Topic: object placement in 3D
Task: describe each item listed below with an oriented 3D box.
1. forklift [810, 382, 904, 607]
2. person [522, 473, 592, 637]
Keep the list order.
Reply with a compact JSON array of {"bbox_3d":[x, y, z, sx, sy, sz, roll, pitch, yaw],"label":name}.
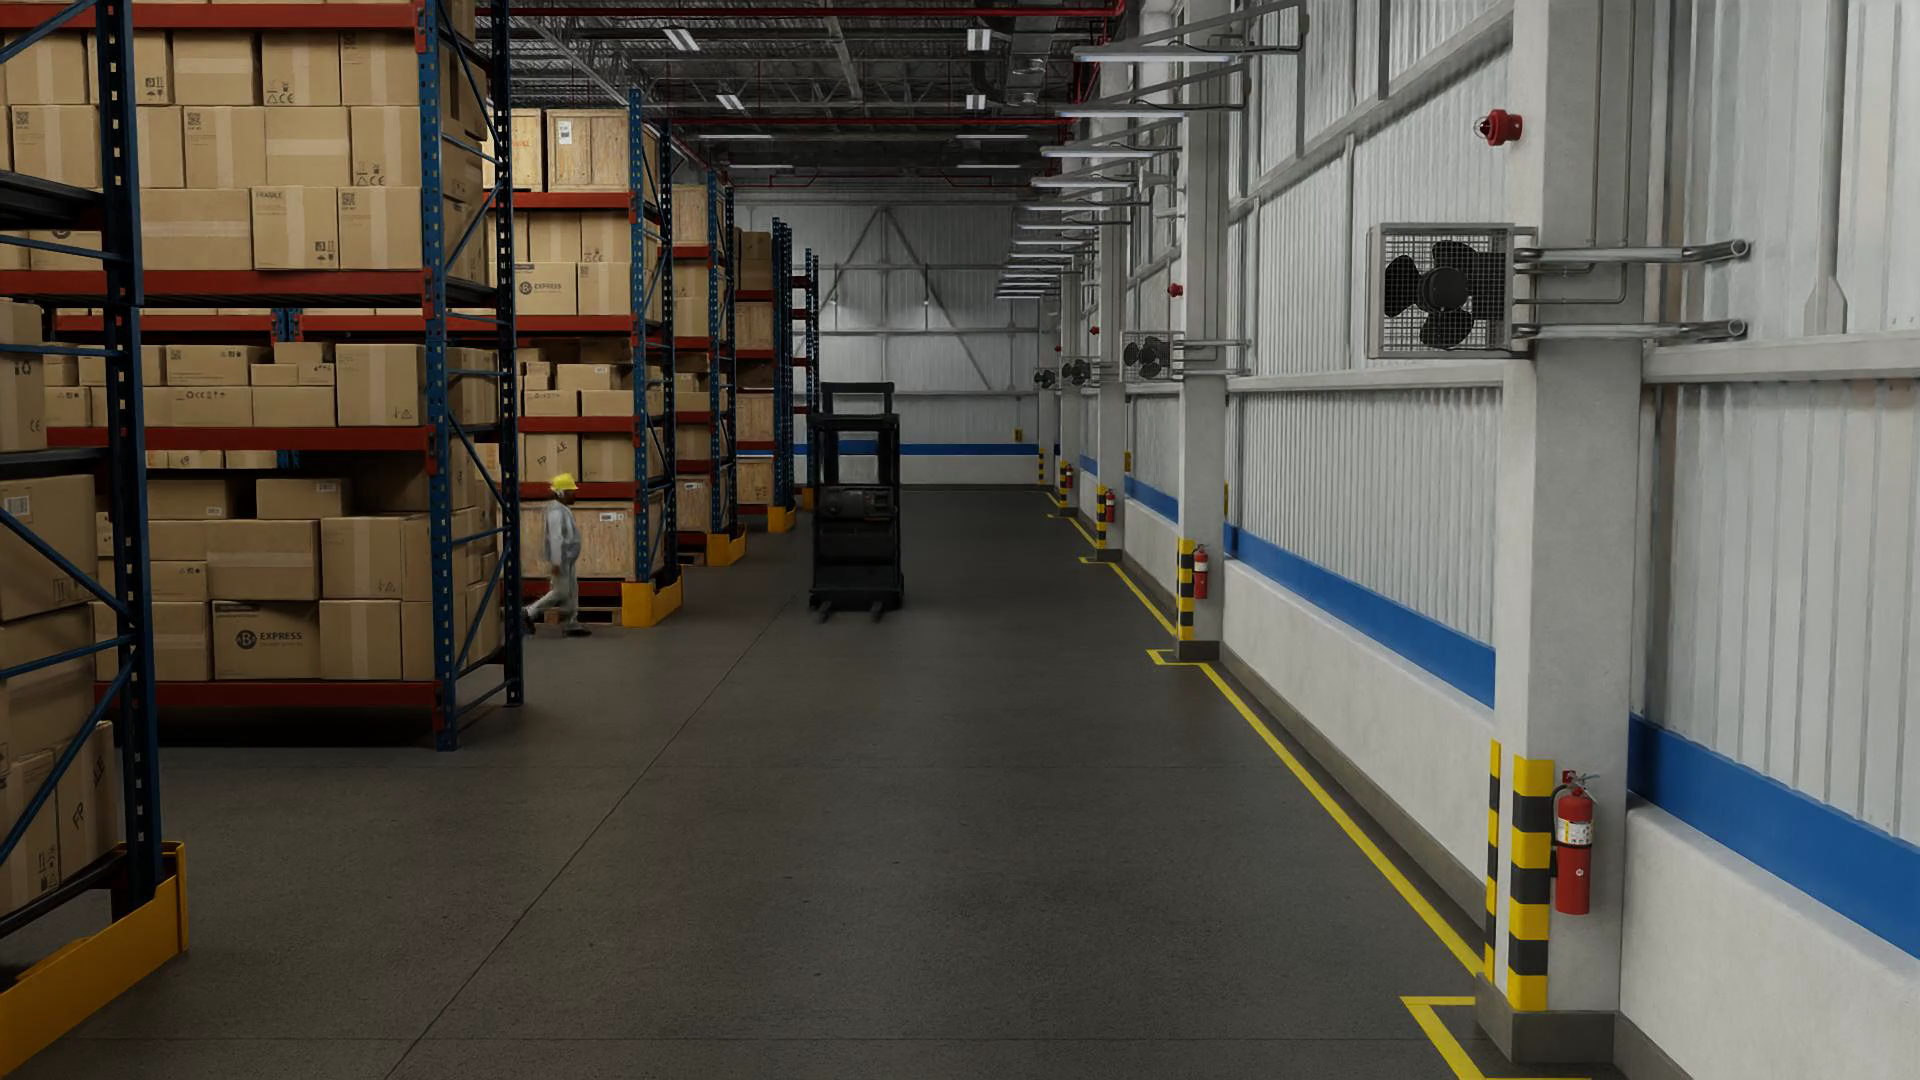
[{"bbox_3d":[-1.298,-0.632,21.273,1.129,2.768,1.873,0,5,0],"label":"forklift"},{"bbox_3d":[-4.384,0.179,18.013,0.668,1.812,0.598,0,5,-4],"label":"person"}]
